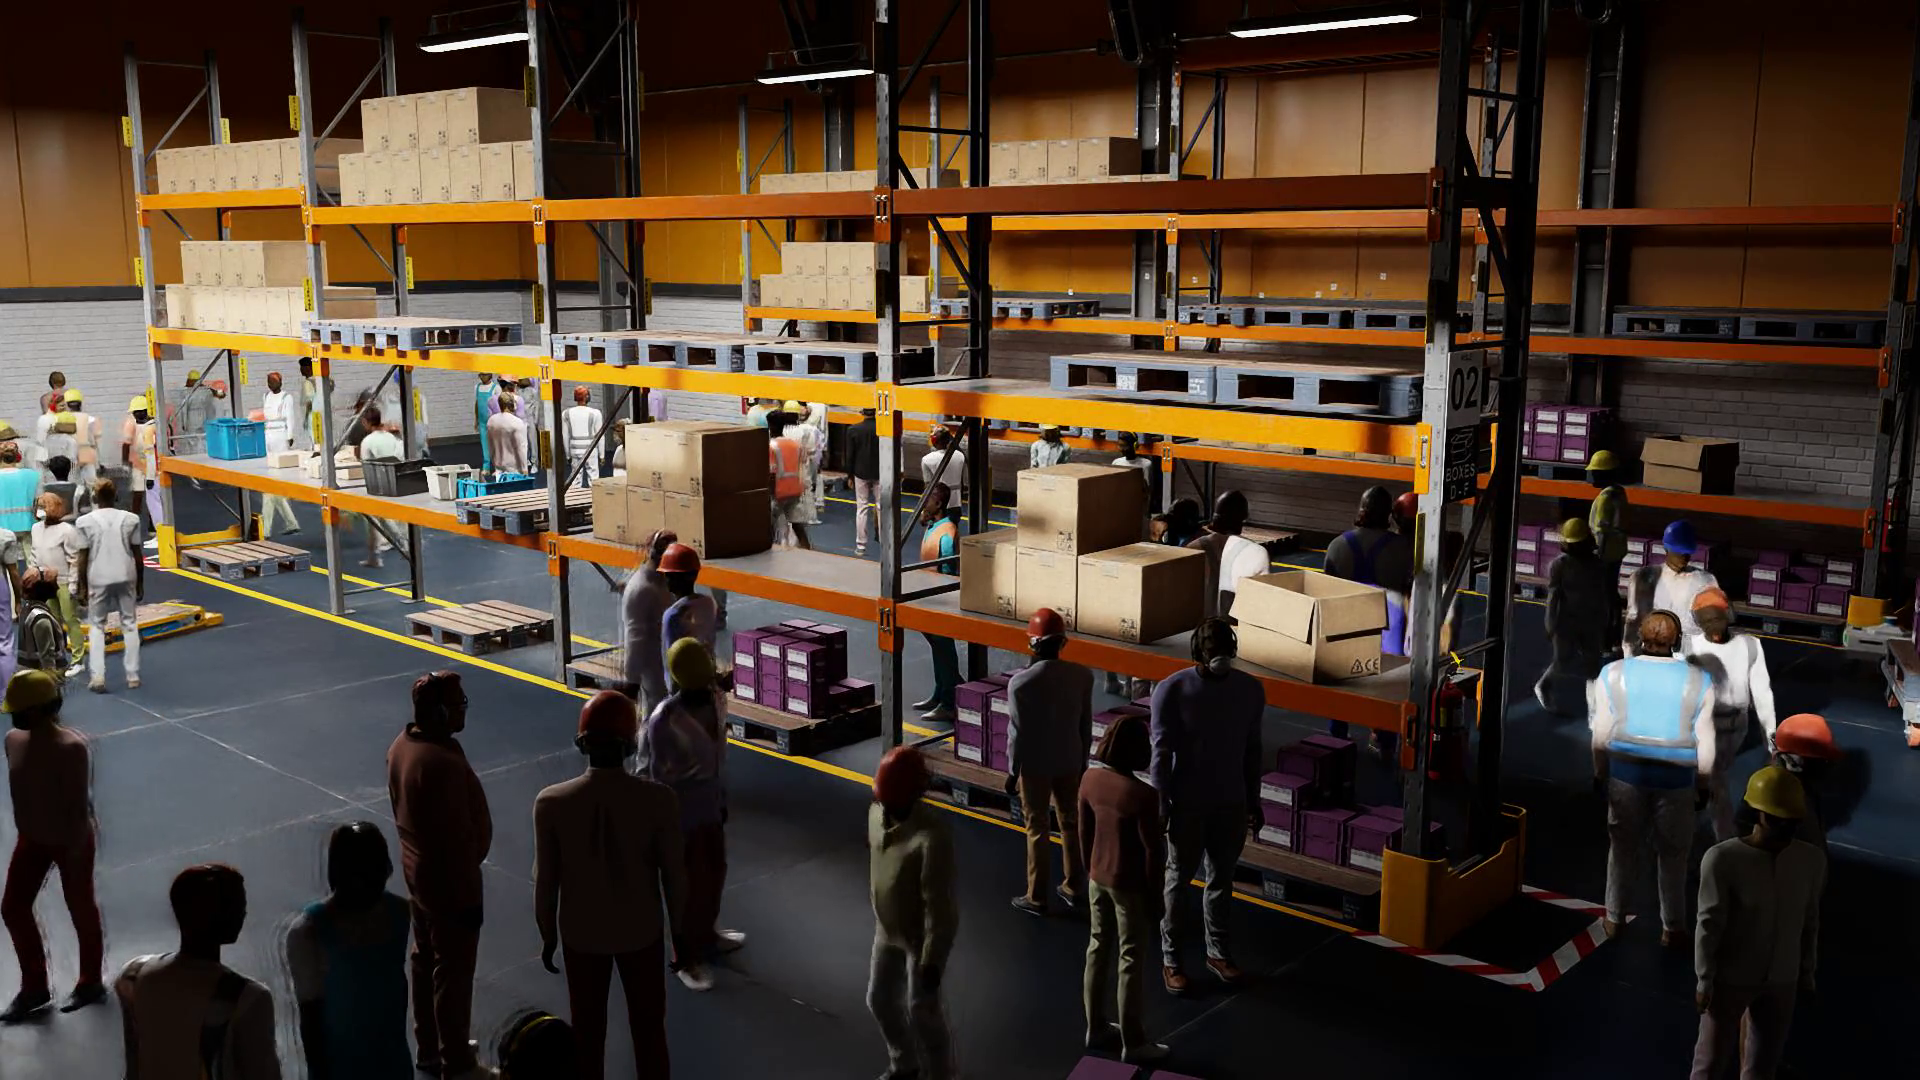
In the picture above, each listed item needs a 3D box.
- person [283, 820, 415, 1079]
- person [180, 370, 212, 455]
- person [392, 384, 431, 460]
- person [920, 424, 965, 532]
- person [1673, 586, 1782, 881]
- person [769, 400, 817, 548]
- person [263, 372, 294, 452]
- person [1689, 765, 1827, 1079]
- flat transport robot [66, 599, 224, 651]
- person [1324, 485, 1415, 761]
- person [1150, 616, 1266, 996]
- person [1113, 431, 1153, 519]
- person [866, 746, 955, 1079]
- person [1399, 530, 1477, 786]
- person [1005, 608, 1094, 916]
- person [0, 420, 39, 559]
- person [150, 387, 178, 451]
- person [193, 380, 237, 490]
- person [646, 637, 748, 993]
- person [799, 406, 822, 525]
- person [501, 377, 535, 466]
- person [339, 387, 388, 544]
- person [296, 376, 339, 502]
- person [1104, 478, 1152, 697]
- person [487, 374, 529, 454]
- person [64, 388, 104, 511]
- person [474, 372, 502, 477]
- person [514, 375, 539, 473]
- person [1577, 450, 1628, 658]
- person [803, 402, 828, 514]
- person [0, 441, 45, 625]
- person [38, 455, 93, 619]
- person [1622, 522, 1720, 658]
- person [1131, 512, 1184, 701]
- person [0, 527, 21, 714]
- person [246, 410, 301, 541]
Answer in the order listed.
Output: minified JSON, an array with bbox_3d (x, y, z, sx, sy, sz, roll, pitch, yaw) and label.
[{"bbox_3d":[-2.171,1.840,5.926,0.876,1.807,0.496,8,13,38],"label":"person"},{"bbox_3d":[-12.613,-1.941,27.508,0.493,1.743,0.295,-7,12,-35],"label":"person"},{"bbox_3d":[-7.531,-1.217,23.002,0.513,1.886,0.653,-1,10,-3],"label":"person"},{"bbox_3d":[-0.181,-0.332,18.125,0.564,1.843,0.397,-8,13,-39],"label":"person"},{"bbox_3d":[4.385,1.178,9.614,0.572,1.830,0.897,-3,11,-17],"label":"person"},{"bbox_3d":[-2.065,-0.786,20.541,0.615,1.885,0.903,0,10,0],"label":"person"},{"bbox_3d":[-10.346,-1.614,25.296,0.568,1.878,0.352,5,11,28],"label":"person"},{"bbox_3d":[3.168,1.743,6.609,0.526,1.769,0.329,-1,10,-7],"label":"person"},{"bbox_3d":[-7.924,0.818,16.070,0.652,0.197,1.431,4,11,23],"label":"flat transport robot"},{"bbox_3d":[3.065,0.590,12.354,0.686,2.000,0.535,6,12,32],"label":"person"},{"bbox_3d":[1.261,1.333,8.444,0.627,1.940,0.373,-3,11,-18],"label":"person"},{"bbox_3d":[1.809,-0.244,17.611,0.530,1.856,0.336,8,13,37],"label":"person"},{"bbox_3d":[-0.208,1.675,7.142,0.514,1.709,0.583,-8,13,-39],"label":"person"},{"bbox_3d":[3.448,0.831,11.663,0.754,1.808,0.498,-2,10,-12],"label":"person"},{"bbox_3d":[0.489,1.248,9.443,0.564,1.751,0.342,-6,12,-29],"label":"person"},{"bbox_3d":[-11.348,-0.615,20.133,0.668,1.700,0.361,-7,12,-34],"label":"person"},{"bbox_3d":[-11.928,-1.464,24.787,0.521,1.745,0.455,-7,12,-34],"label":"person"},{"bbox_3d":[-11.579,-1.633,25.870,0.566,1.709,0.799,10,14,44],"label":"person"},{"bbox_3d":[-1.312,1.363,8.458,0.419,1.871,0.765,4,11,20],"label":"person"},{"bbox_3d":[-2.123,-1.011,22.544,0.514,1.640,0.310,4,11,20],"label":"person"},{"bbox_3d":[-7.569,-2.210,28.519,0.589,1.923,0.383,-3,11,-18],"label":"person"},{"bbox_3d":[-7.513,-0.946,21.038,0.675,2.000,0.711,-3,10,-14],"label":"person"},{"bbox_3d":[-9.478,-1.484,24.571,0.903,1.893,0.661,-2,10,-13],"label":"person"},{"bbox_3d":[1.434,0.394,14.006,0.517,1.858,0.360,9,14,42],"label":"person"},{"bbox_3d":[-6.411,-1.413,23.706,0.605,2.033,0.392,3,11,19],"label":"person"},{"bbox_3d":[-11.696,-1.057,22.097,0.590,1.902,0.596,-5,11,-26],"label":"person"},{"bbox_3d":[-7.741,-1.950,27.310,0.501,1.839,0.341,4,11,19],"label":"person"},{"bbox_3d":[-7.254,-1.977,27.716,0.490,1.741,0.322,2,10,11],"label":"person"},{"bbox_3d":[5.931,0.126,15.347,0.404,1.917,0.583,7,12,34],"label":"person"},{"bbox_3d":[-2.101,-1.299,23.489,0.378,1.880,0.591,7,12,35],"label":"person"},{"bbox_3d":[-9.425,-0.068,16.620,0.564,1.848,0.388,-7,12,-33],"label":"person"},{"bbox_3d":[-9.088,-0.025,16.895,0.548,1.668,0.716,-4,11,-21],"label":"person"},{"bbox_3d":[4.838,0.830,11.339,0.603,1.930,0.492,2,10,10],"label":"person"},{"bbox_3d":[1.481,0.700,12.346,0.429,1.831,0.634,-5,11,-27],"label":"person"},{"bbox_3d":[-7.839,0.510,13.403,0.501,1.839,0.340,-4,11,-21],"label":"person"},{"bbox_3d":[-8.902,-0.847,21.492,0.584,1.695,0.764,8,13,39],"label":"person"}]
